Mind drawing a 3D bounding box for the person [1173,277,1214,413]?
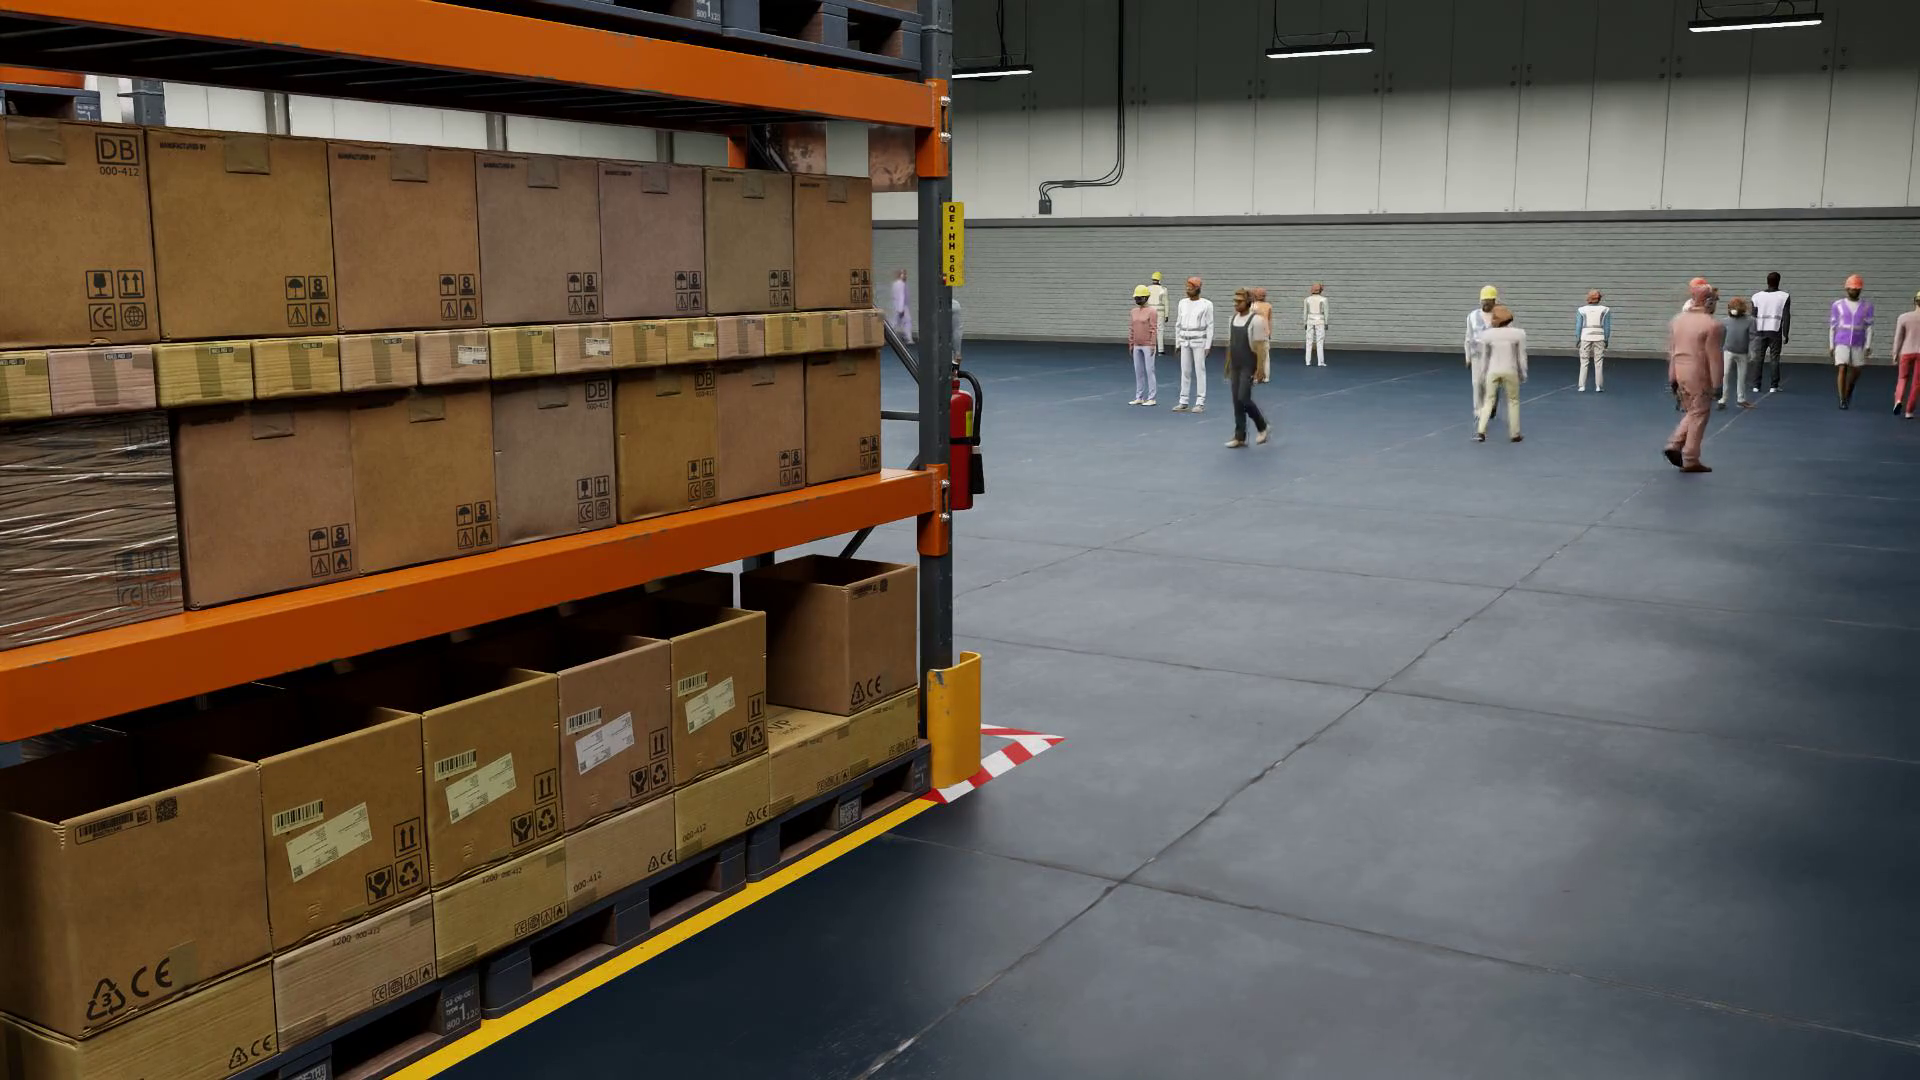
[{"bbox_3d":[3.252,-2.719,23.214,0.572,1.886,0.354,8,12,38],"label":"person"}]

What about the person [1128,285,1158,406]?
[{"bbox_3d":[2.656,-2.830,24.239,0.346,1.756,0.518,-8,13,-40],"label":"person"}]

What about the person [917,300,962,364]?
[{"bbox_3d":[-0.255,-2.411,21.252,0.629,1.939,0.371,6,11,31],"label":"person"}]

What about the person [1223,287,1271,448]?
[{"bbox_3d":[3.232,-1.945,18.850,0.447,1.834,0.526,-6,11,-29],"label":"person"}]

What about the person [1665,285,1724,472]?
[{"bbox_3d":[7.442,-1.616,16.732,0.434,1.889,0.674,-2,10,-12],"label":"person"}]

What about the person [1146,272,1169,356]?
[{"bbox_3d":[4.289,-4.941,36.377,0.600,1.831,0.404,4,10,22],"label":"person"}]

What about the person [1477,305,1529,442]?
[{"bbox_3d":[6.347,-1.931,19.411,0.557,1.609,0.450,5,11,26],"label":"person"}]

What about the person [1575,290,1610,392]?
[{"bbox_3d":[10.124,-3.178,26.628,0.514,1.636,0.313,4,11,23],"label":"person"}]

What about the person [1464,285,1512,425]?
[{"bbox_3d":[6.860,-2.407,21.610,0.602,1.808,0.703,4,10,22],"label":"person"}]

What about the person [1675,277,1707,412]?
[{"bbox_3d":[10.310,-2.740,23.377,0.395,1.891,0.733,7,12,35],"label":"person"}]

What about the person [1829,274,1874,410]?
[{"bbox_3d":[12.714,-2.829,23.764,0.547,1.919,0.658,4,10,20],"label":"person"}]

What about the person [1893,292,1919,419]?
[{"bbox_3d":[12.792,-2.482,22.252,0.524,1.746,0.391,6,12,33],"label":"person"}]

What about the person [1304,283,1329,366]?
[{"bbox_3d":[7.037,-4.248,32.884,0.514,1.640,0.310,6,11,32],"label":"person"}]

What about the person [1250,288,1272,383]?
[{"bbox_3d":[5.130,-3.499,28.506,0.523,1.636,0.311,-6,11,-30],"label":"person"}]

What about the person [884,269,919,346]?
[{"bbox_3d":[-1.471,-5.635,40.323,0.881,1.875,0.651,-3,10,-18],"label":"person"}]

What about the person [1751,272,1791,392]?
[{"bbox_3d":[12.986,-3.329,26.684,0.587,1.920,0.391,8,12,38],"label":"person"}]

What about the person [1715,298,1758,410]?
[{"bbox_3d":[11.060,-2.650,23.697,0.517,1.598,0.706,4,10,22],"label":"person"}]
